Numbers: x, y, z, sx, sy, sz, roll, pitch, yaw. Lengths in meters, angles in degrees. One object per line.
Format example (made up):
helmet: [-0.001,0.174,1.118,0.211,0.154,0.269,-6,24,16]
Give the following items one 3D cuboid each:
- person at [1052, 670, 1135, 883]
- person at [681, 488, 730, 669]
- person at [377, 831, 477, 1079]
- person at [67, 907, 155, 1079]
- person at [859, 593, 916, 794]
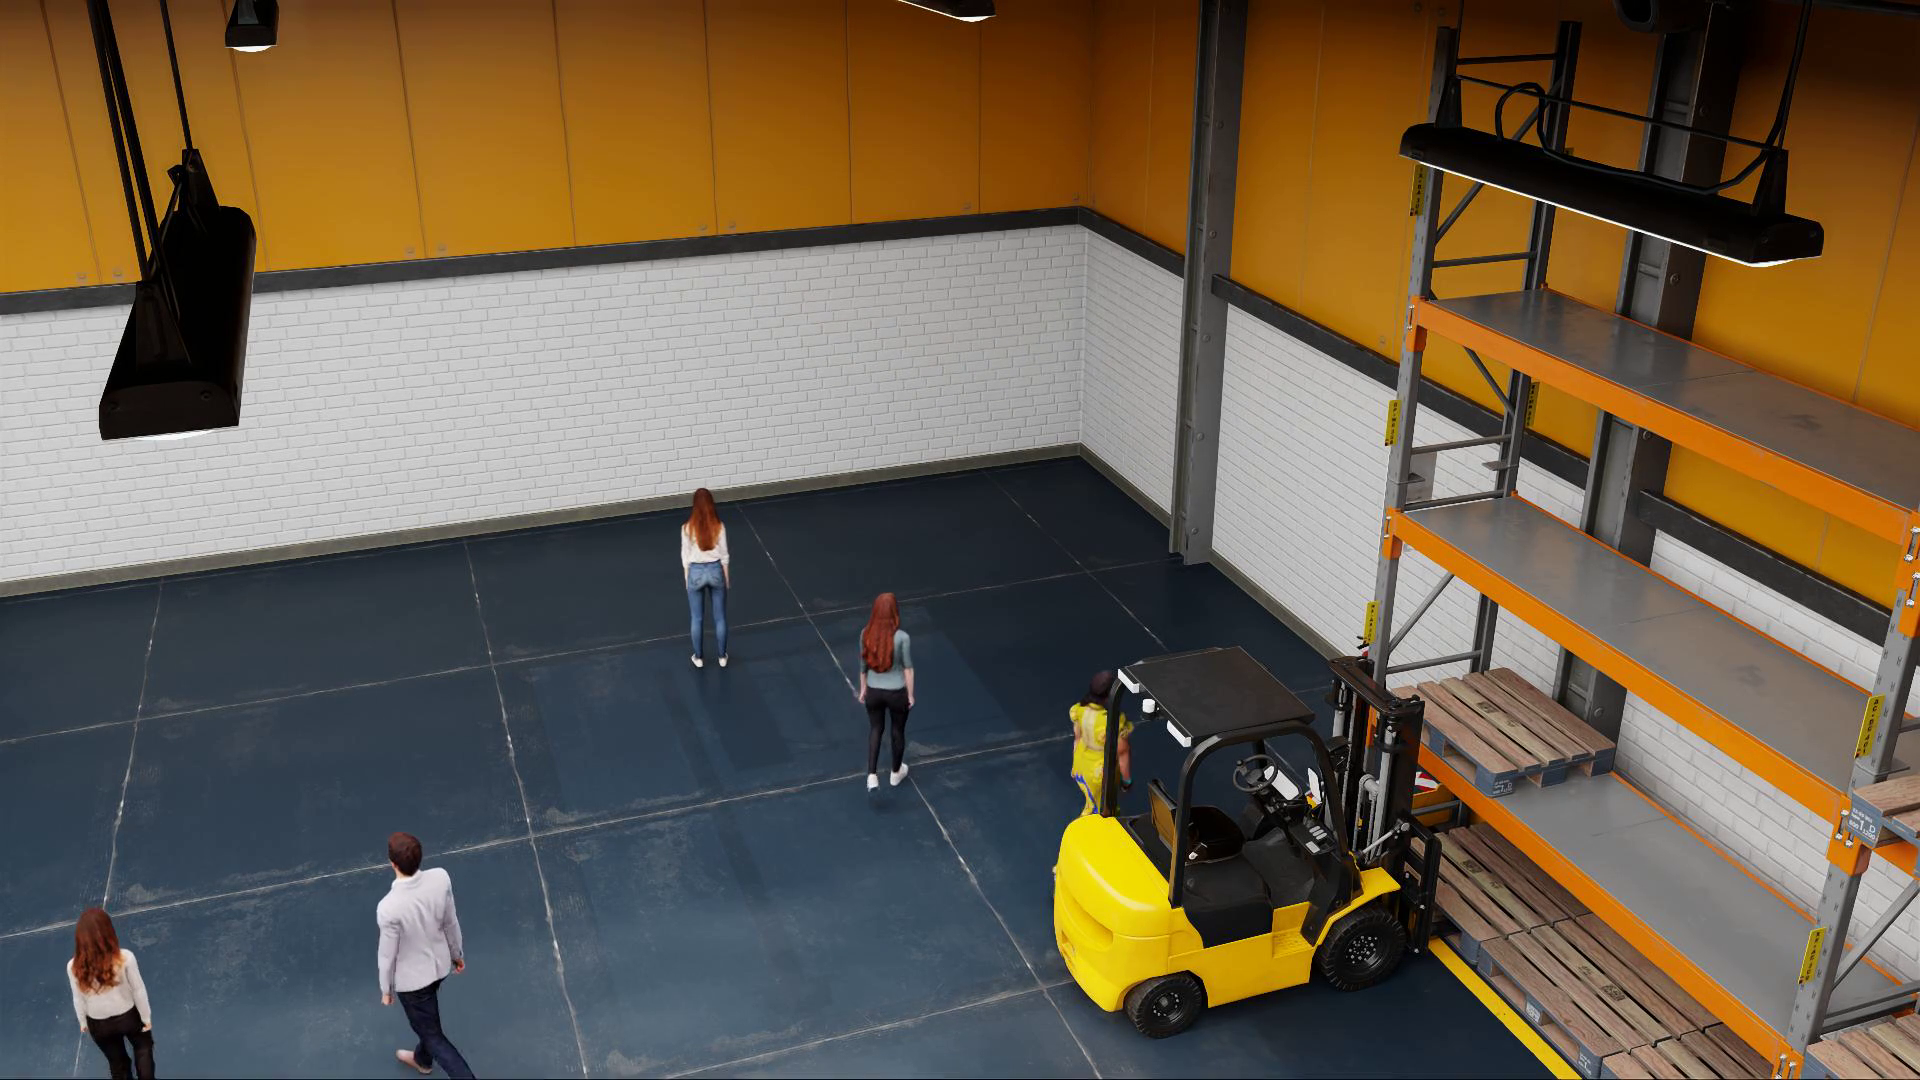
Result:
person: [0.951,1.744,11.988,1.092,1.608,1.264,-19,30,-37]
person: [-2.287,0.340,15.051,0.602,1.728,0.543,-5,24,-10]
person: [-3.122,2.576,9.823,1.265,1.818,1.133,14,27,29]
person: [-4.921,2.827,9.676,0.549,1.477,0.515,-9,25,-20]
person: [-0.591,1.236,12.993,0.890,1.734,1.000,7,25,15]
